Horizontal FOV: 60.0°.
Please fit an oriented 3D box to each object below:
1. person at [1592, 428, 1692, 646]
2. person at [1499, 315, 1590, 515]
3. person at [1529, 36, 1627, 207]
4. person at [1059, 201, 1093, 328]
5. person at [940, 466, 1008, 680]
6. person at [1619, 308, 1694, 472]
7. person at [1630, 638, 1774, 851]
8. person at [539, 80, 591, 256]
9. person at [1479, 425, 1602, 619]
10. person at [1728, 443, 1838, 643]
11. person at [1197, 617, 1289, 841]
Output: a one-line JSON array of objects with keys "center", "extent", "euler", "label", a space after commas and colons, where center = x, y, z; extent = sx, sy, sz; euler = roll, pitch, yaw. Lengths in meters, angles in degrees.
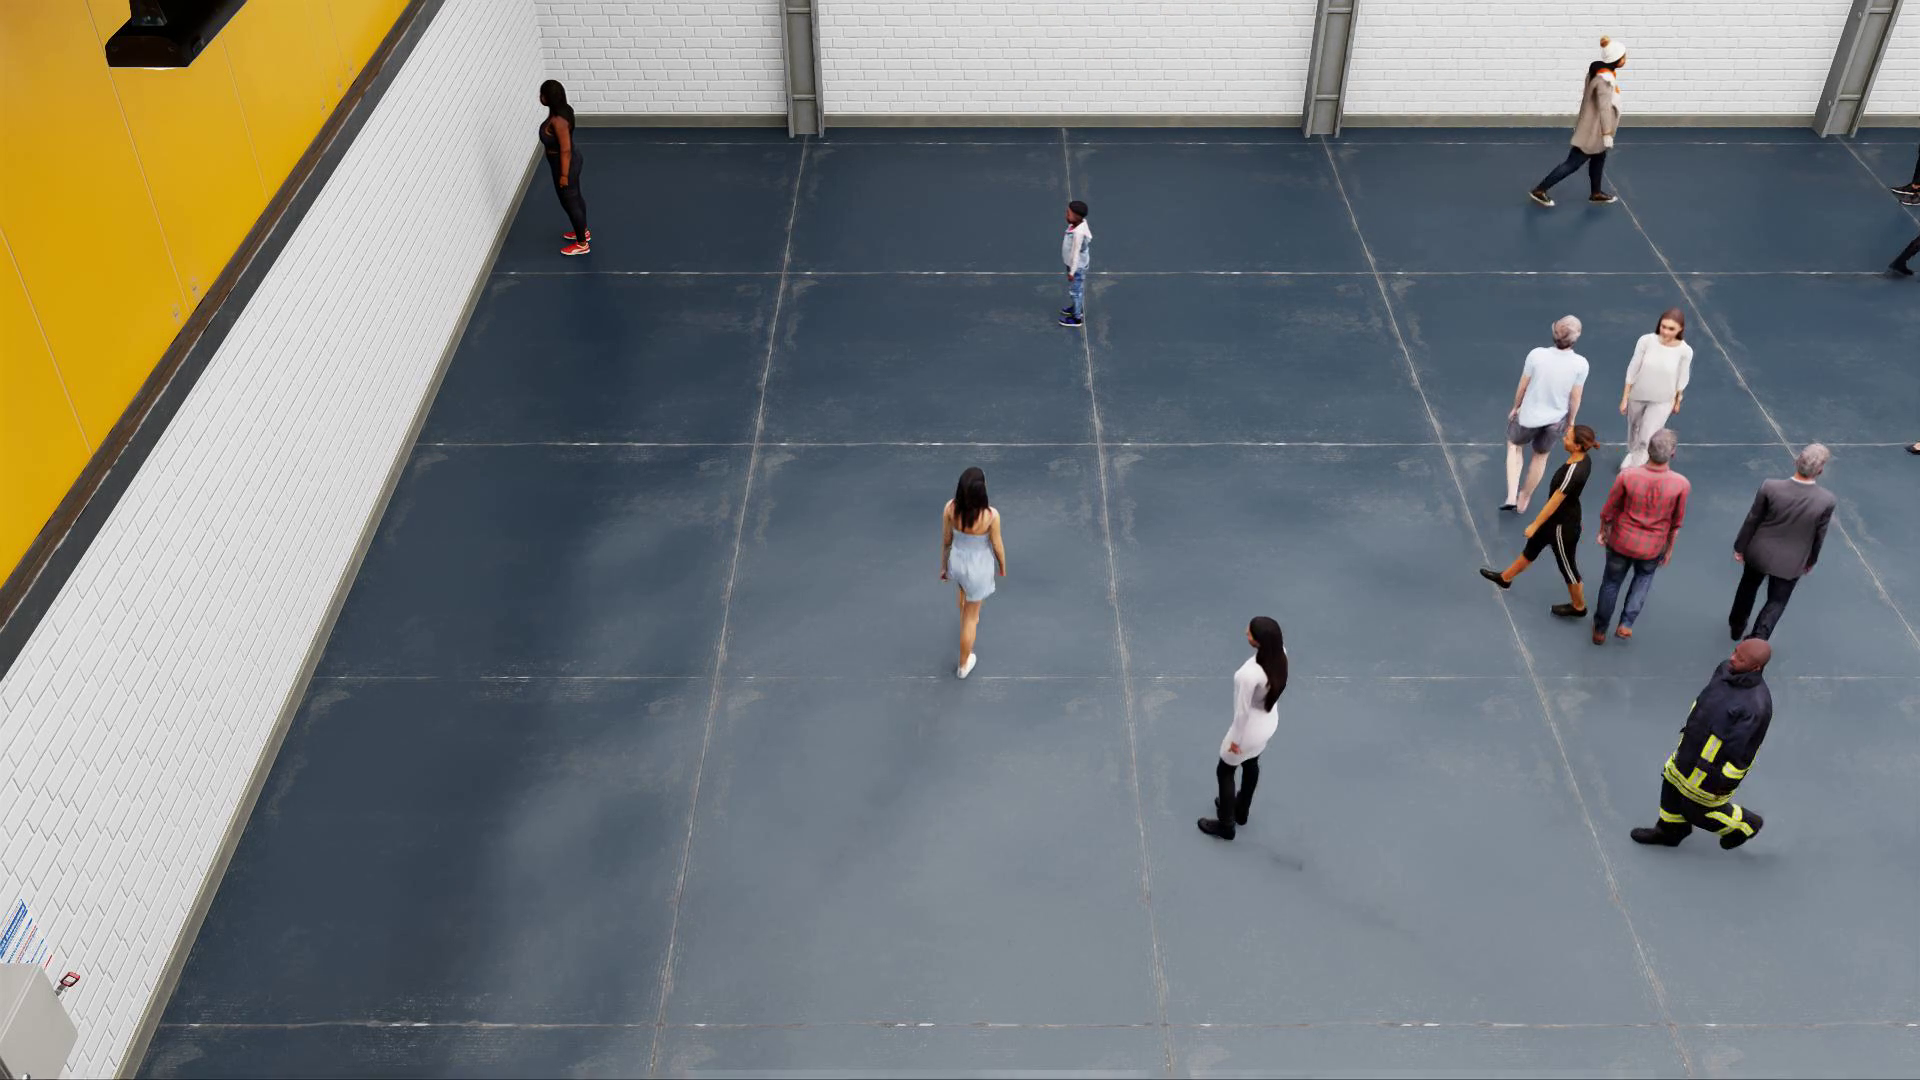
[{"center": [4.850, 0.058, 11.940], "extent": [0.765, 1.813, 0.873], "euler": [15, 41, 18], "label": "person"}, {"center": [4.589, -0.921, 13.164], "extent": [0.795, 1.817, 0.838], "euler": [11, 40, 14], "label": "person"}, {"center": [6.517, -4.325, 17.400], "extent": [1.240, 1.849, 0.867], "euler": [8, 39, 10], "label": "person"}, {"center": [1.107, -2.638, 15.760], "extent": [0.509, 1.259, 0.492], "euler": [5, 39, 6], "label": "person"}, {"center": [0.044, 0.268, 11.765], "extent": [0.921, 1.704, 0.838], "euler": [12, 40, 14], "label": "person"}, {"center": [5.699, -1.214, 13.661], "extent": [1.000, 1.654, 0.977], "euler": [21, 43, 24], "label": "person"}, {"center": [4.791, 1.309, 10.379], "extent": [0.955, 1.806, 0.728], "euler": [1, 39, 1], "label": "person"}, {"center": [-3.965, -3.764, 16.725], "extent": [0.628, 1.816, 0.697], "euler": [-3, 39, -4], "label": "person"}, {"center": [4.519, -0.093, 12.279], "extent": [1.167, 1.627, 0.929], "euler": [18, 42, 21], "label": "person"}, {"center": [5.799, 0.152, 11.828], "extent": [1.127, 1.808, 1.110], "euler": [21, 43, 24], "label": "person"}, {"center": [1.886, 1.206, 10.507], "extent": [0.792, 1.808, 0.737], "euler": [31, 48, 33], "label": "person"}]
